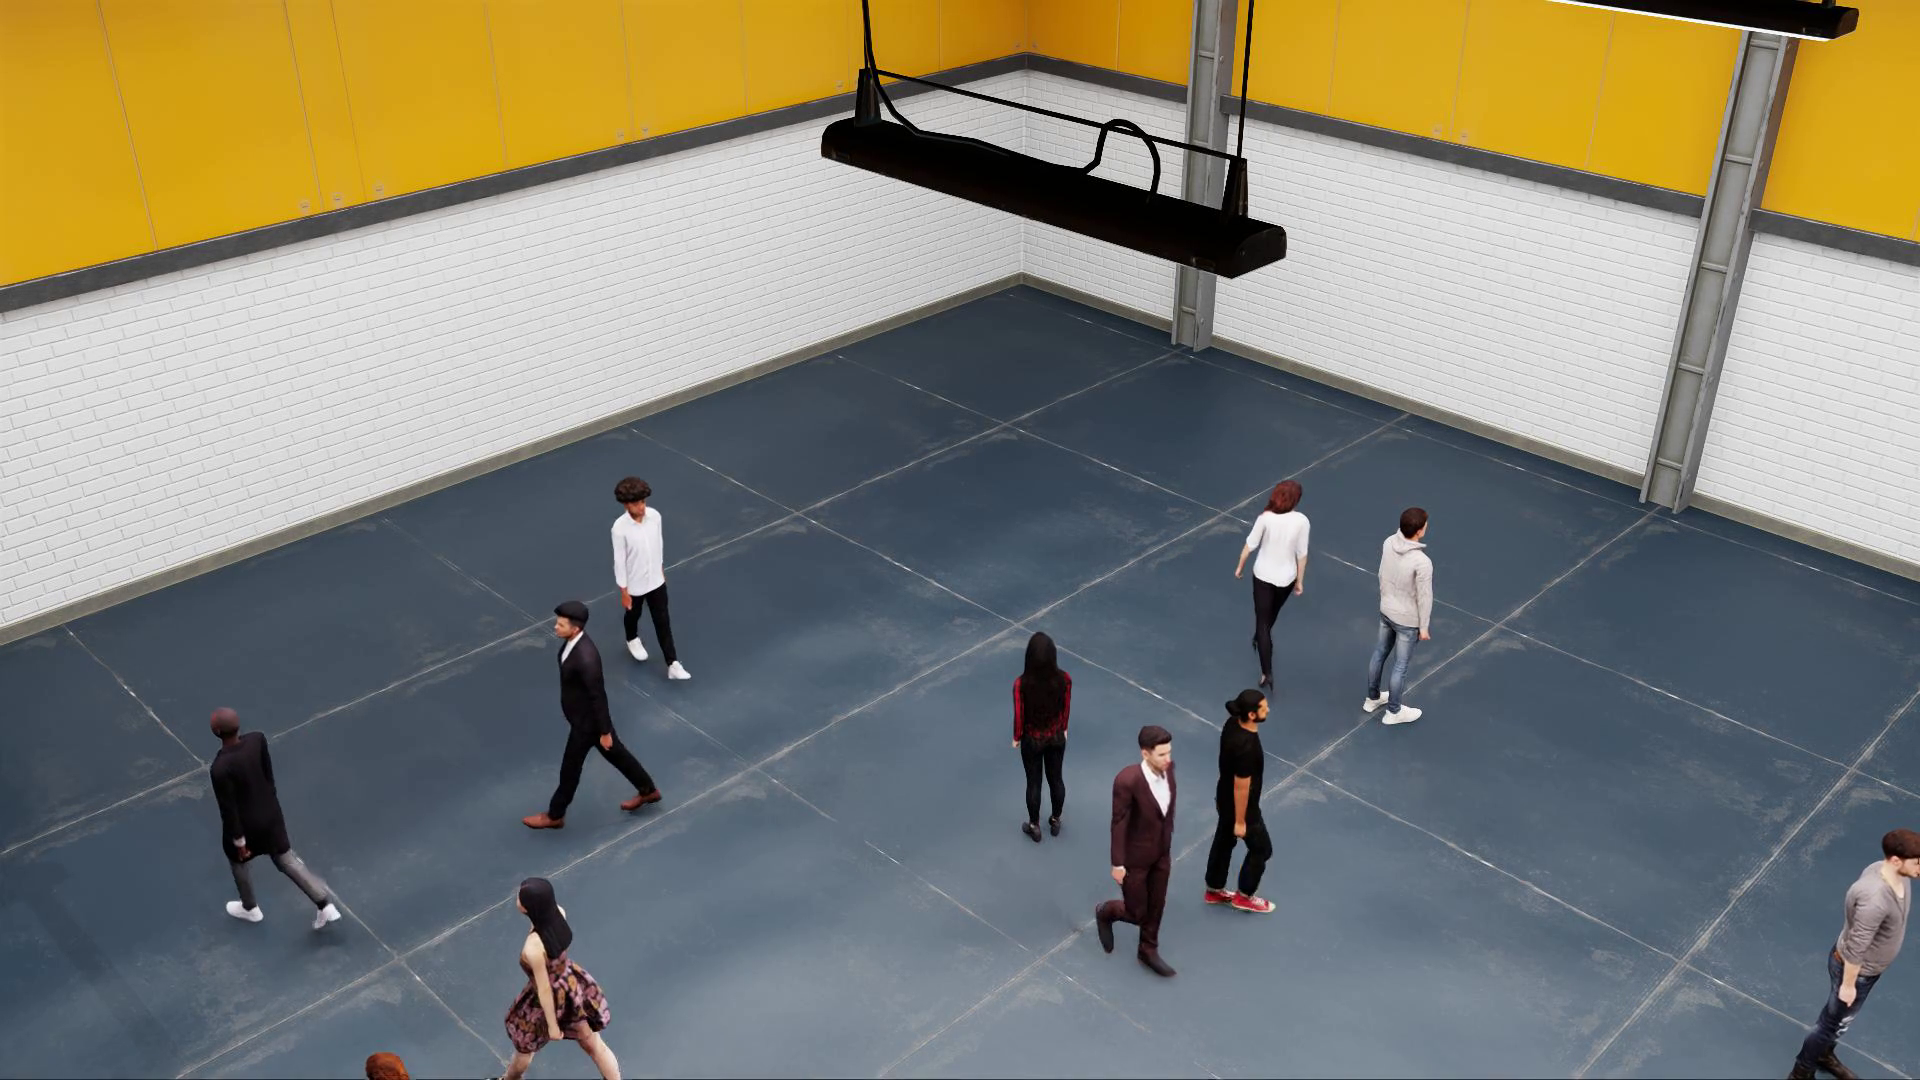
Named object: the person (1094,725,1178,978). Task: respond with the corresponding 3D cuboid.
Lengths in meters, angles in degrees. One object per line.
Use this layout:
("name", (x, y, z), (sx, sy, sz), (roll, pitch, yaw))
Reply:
("person", (1.113, 1.931, 10.553), (0.731, 1.857, 0.894), (-22, 35, -34))

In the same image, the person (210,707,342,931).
("person", (-4.510, 1.865, 10.813), (1.240, 1.726, 0.961), (12, 31, 21))

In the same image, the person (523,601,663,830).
("person", (-2.551, 1.242, 11.845), (1.155, 1.830, 1.293), (-9, 30, -17))

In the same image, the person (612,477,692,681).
("person", (-2.666, 0.289, 13.670), (0.709, 1.755, 1.137), (-22, 36, -34))

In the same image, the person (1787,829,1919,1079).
("person", (5.178, 2.430, 9.595), (0.544, 1.900, 0.670), (25, 37, 38))

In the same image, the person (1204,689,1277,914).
("person", (1.767, 1.741, 11.014), (0.876, 1.750, 0.814), (-2, 29, -3))

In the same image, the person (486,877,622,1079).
("person", (-2.187, 2.650, 9.386), (1.248, 1.714, 1.015), (7, 29, 13))

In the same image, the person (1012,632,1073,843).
("person", (0.591, 1.398, 11.744), (0.660, 1.654, 0.657), (-10, 30, -17))

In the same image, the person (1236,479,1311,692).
("person", (2.555, 0.404, 13.476), (1.196, 1.739, 1.204), (1, 29, 2))

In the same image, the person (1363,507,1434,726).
("person", (3.442, 0.576, 13.041), (0.782, 1.853, 0.601), (-16, 32, -26))
